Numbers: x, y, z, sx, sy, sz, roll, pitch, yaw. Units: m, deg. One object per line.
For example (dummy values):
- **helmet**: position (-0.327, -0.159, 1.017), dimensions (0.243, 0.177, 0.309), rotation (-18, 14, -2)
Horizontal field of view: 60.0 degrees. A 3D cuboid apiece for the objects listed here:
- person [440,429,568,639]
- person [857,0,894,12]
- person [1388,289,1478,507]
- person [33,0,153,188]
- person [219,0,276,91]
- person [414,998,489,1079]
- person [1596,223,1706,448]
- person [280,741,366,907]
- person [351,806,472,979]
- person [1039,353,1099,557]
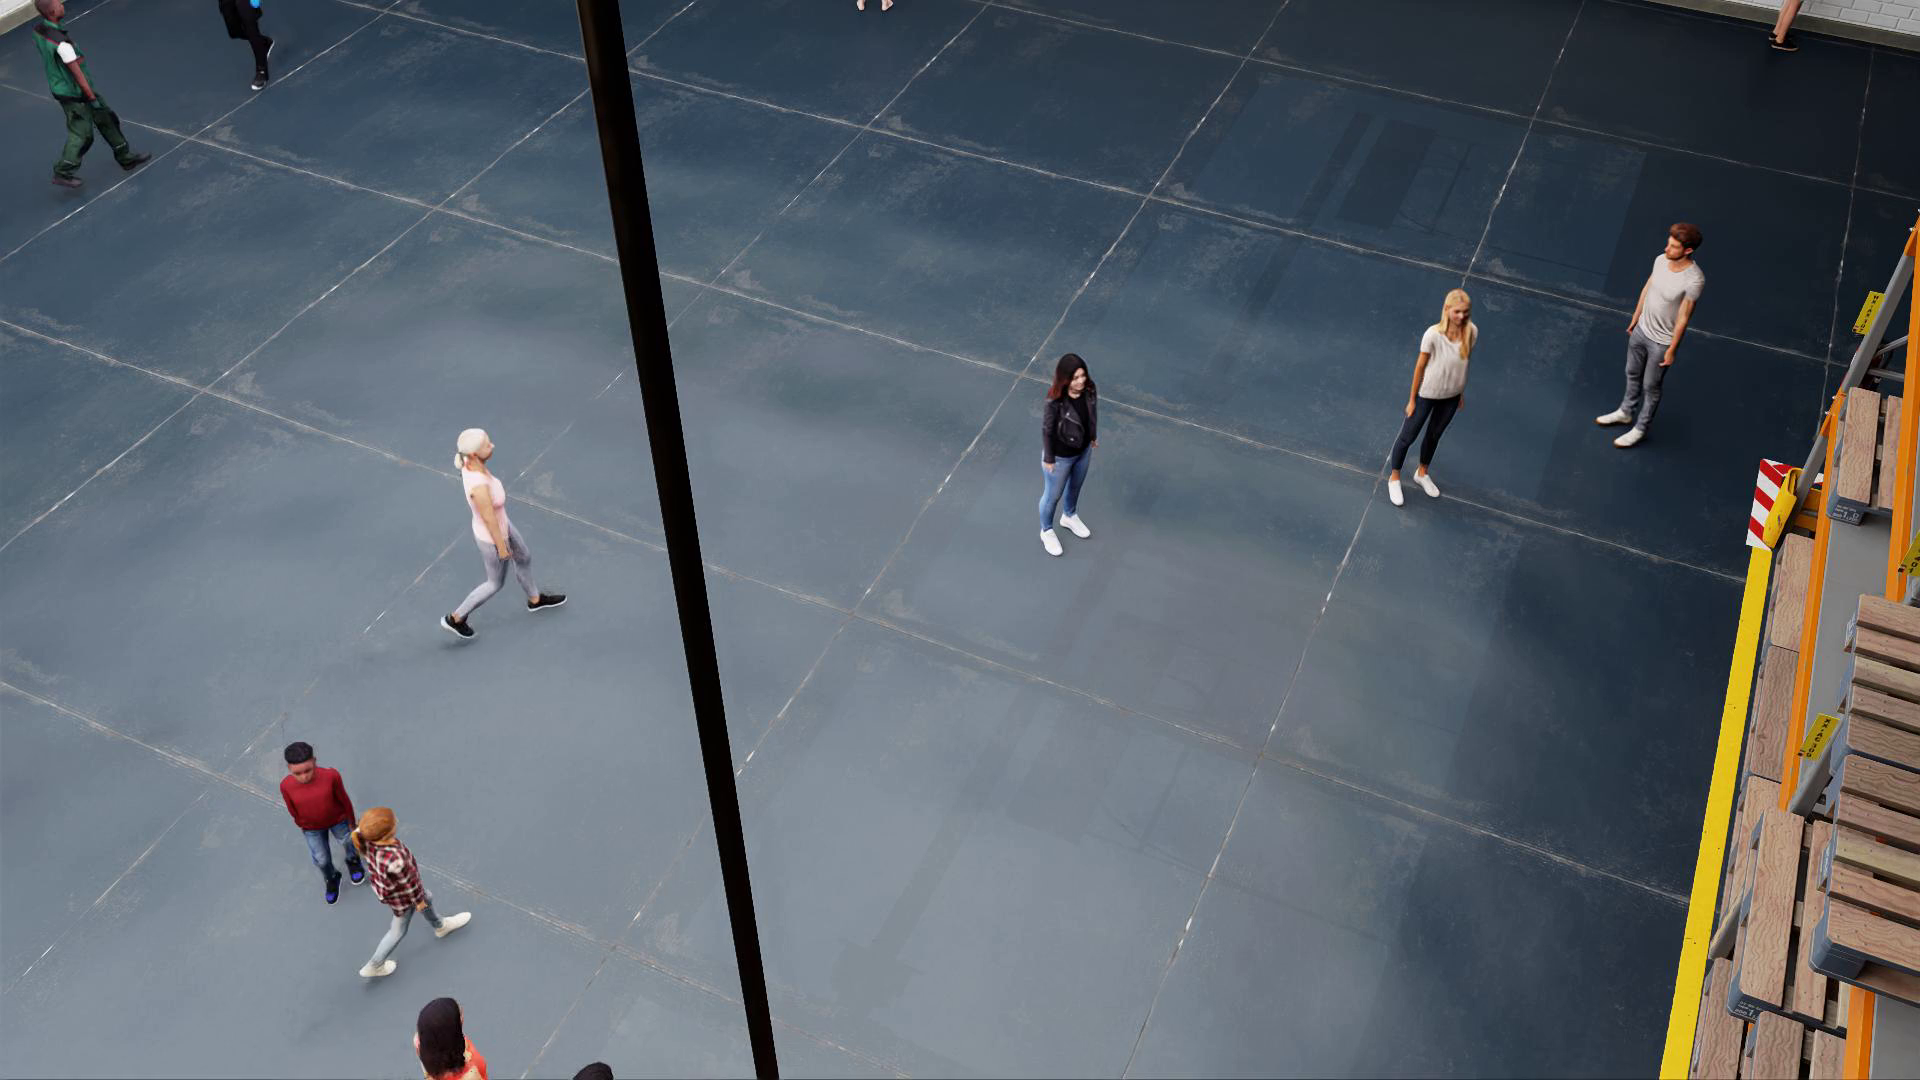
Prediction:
- **person**: position (-3.188, -0.020, 11.045), dimensions (1.087, 1.697, 1.017), rotation (-15, 46, -15)
- **person**: position (-0.978, -6.567, 17.867), dimensions (0.653, 1.766, 0.649), rotation (4, 44, 4)
- **person**: position (3.432, -1.048, 12.043), dimensions (0.669, 1.808, 0.712), rotation (-11, 45, -11)
- **person**: position (-8.157, -4.047, 15.194), dimensions (1.292, 1.804, 1.033), rotation (-35, 53, -31)
- **person**: position (-7.201, -5.469, 16.701), dimensions (0.715, 1.784, 0.915), rotation (10, 45, 11)
- **person**: position (-2.446, 2.820, 8.057), dimensions (0.669, 1.705, 0.671), rotation (34, 53, 30)
- **person**: position (5.265, -1.557, 12.520), dimensions (0.807, 1.887, 0.748), rotation (-14, 45, -14)
- **person**: position (-3.710, 1.562, 9.714), dimensions (0.609, 1.241, 0.668), rotation (-13, 45, -14)
- **person**: position (-3.192, 1.969, 9.256), dimensions (0.982, 1.284, 0.785), rotation (-27, 50, -26)
- **person**: position (0.758, -0.628, 11.729), dimensions (0.645, 1.634, 0.774), rotation (-30, 51, -28)
